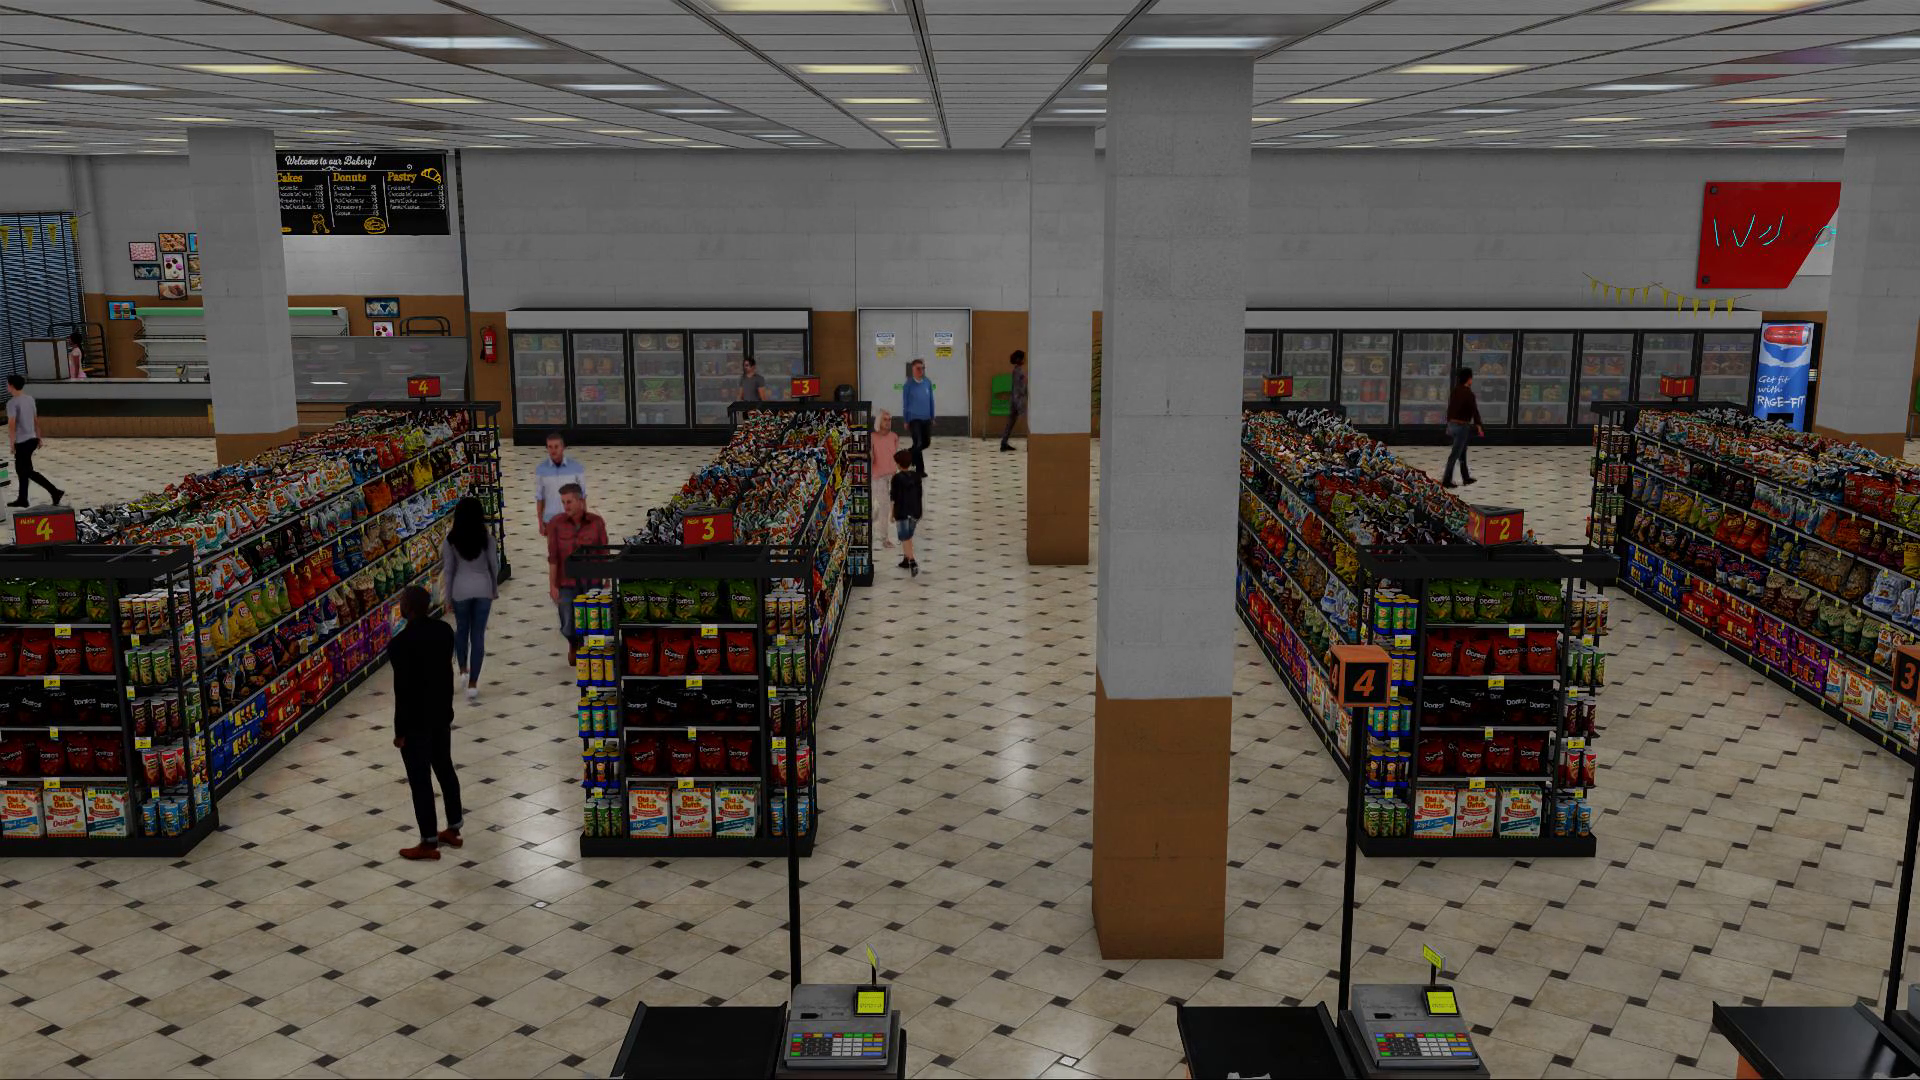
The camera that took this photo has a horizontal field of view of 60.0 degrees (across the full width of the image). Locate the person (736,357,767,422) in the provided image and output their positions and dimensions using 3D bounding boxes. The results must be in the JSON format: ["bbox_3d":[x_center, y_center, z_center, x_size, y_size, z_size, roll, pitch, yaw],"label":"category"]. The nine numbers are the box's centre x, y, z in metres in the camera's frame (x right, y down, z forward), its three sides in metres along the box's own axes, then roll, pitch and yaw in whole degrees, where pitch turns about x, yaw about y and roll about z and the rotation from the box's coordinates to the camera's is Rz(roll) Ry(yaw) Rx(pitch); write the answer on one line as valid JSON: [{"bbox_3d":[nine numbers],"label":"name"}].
[{"bbox_3d":[-3.205,-2.007,26.222,0.938,1.732,1.032,8,15,35],"label":"person"}]

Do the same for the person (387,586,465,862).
[{"bbox_3d":[-3.491,1.183,10.866,0.839,1.818,0.688,5,13,23],"label":"person"}]

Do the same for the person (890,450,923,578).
[{"bbox_3d":[-0.581,-0.274,18.765,0.791,1.414,1.019,-5,13,-24],"label":"person"}]

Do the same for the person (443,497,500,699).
[{"bbox_3d":[-4.191,0.518,14.281,0.712,1.712,0.956,-3,12,-12],"label":"person"}]

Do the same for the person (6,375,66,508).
[{"bbox_3d":[-12.649,-1.304,22.640,0.779,1.834,1.077,1,12,3],"label":"person"}]

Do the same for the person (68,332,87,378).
[{"bbox_3d":[-16.319,-2.977,30.805,0.696,1.742,0.541,-3,12,-16],"label":"person"}]

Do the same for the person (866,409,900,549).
[{"bbox_3d":[-0.985,-0.765,20.392,0.916,1.704,1.025,-7,14,-30],"label":"person"}]

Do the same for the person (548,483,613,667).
[{"bbox_3d":[-3.375,0.369,14.750,0.812,1.809,0.962,-3,12,-14],"label":"person"}]

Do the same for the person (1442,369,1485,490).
[{"bbox_3d":[7.199,-1.594,24.219,0.889,1.750,0.955,-4,12,-18],"label":"person"}]

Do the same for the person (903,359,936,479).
[{"bbox_3d":[-0.664,-1.868,25.411,0.977,1.795,1.128,-7,14,-30],"label":"person"}]

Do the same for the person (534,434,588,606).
[{"bbox_3d":[-4.212,-0.241,17.643,0.753,1.812,0.805,-2,12,-9],"label":"person"}]
